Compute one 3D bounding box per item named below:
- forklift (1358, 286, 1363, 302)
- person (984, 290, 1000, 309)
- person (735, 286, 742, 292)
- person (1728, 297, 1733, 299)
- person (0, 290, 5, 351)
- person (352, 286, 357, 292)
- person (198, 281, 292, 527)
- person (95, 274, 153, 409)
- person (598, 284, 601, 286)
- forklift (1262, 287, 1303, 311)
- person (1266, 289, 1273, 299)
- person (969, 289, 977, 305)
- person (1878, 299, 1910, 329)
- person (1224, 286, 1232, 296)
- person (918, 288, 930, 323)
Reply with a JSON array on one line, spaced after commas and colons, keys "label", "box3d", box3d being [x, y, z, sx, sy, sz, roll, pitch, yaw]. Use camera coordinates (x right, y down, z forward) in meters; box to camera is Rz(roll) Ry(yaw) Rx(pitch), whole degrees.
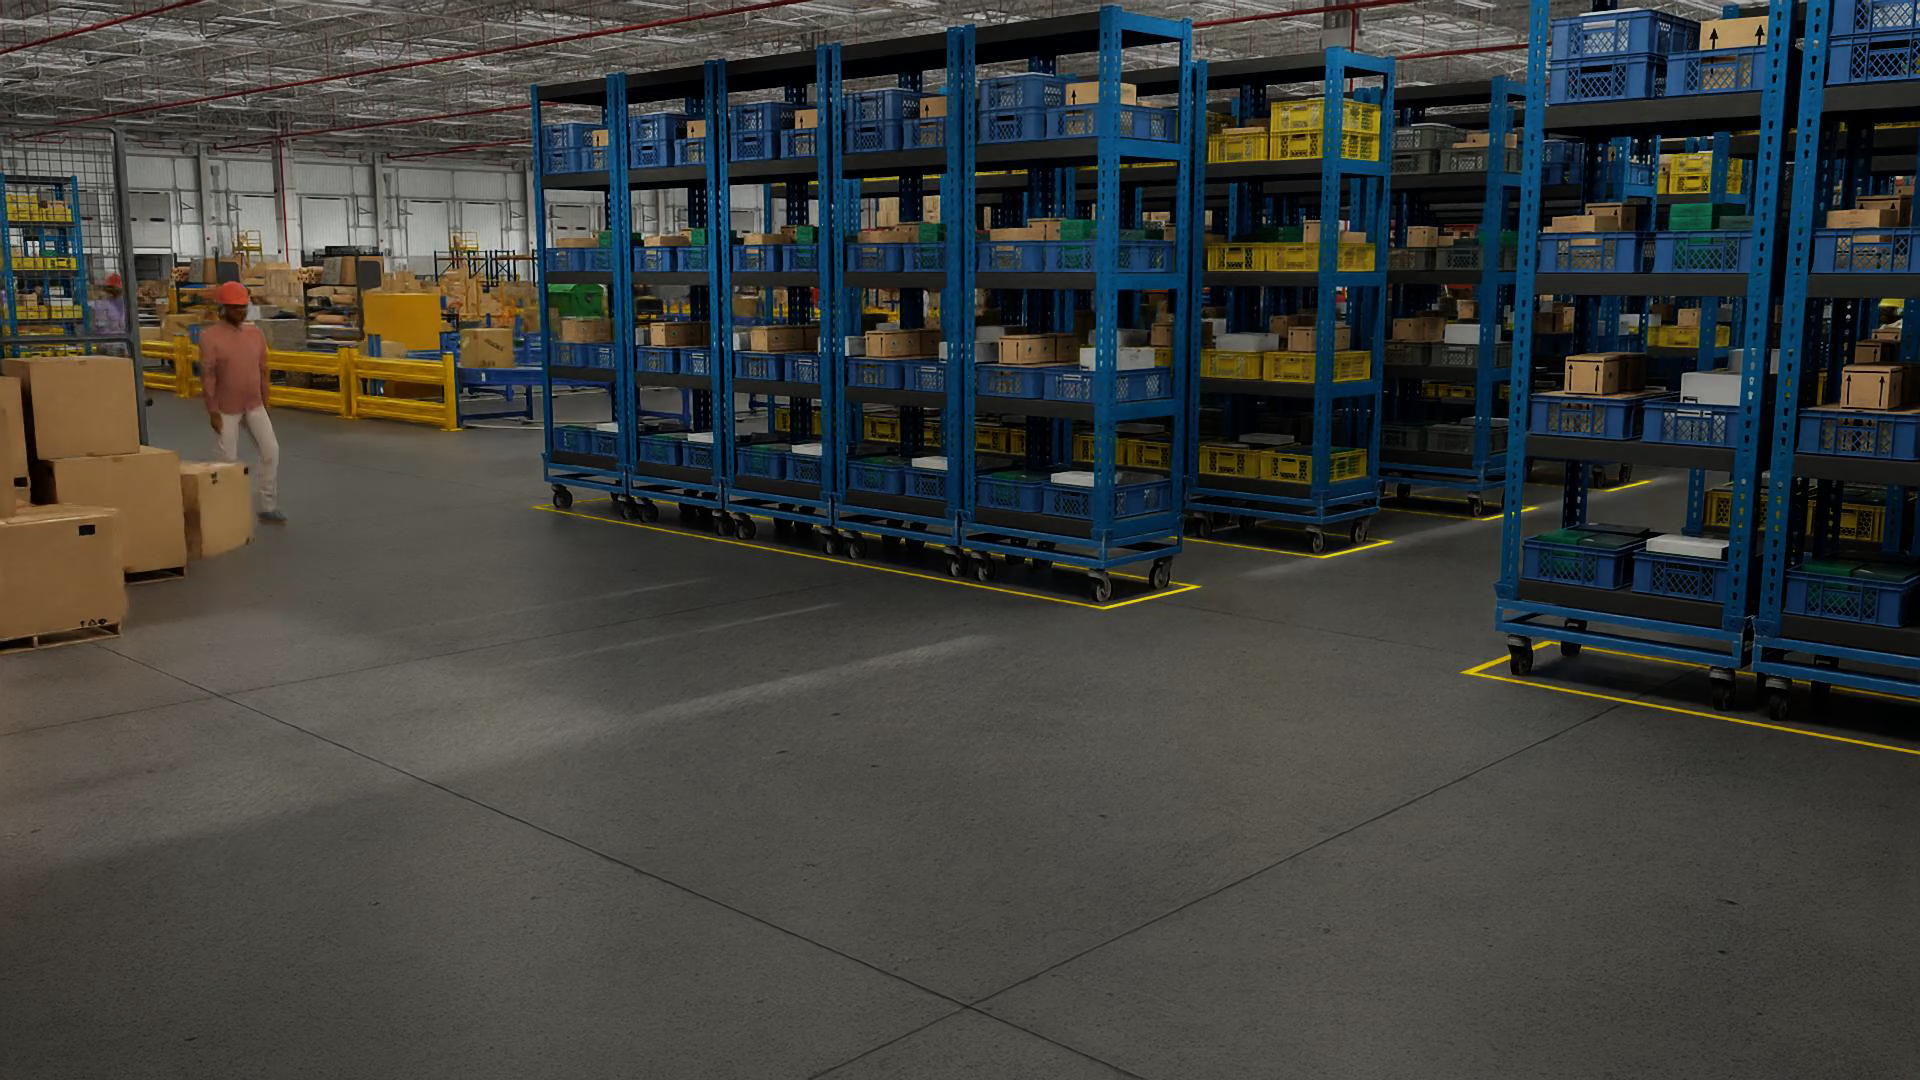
[{"label": "forklift", "box3d": [11.100, -7.017, 46.970, 1.873, 2.768, 1.129, 9, 13, 43]}, {"label": "person", "box3d": [0.383, -2.030, 19.597, 0.598, 1.829, 0.436, 7, 12, 38]}, {"label": "person", "box3d": [-9.846, -10.833, 73.377, 0.632, 1.900, 0.422, 8, 12, 40]}, {"label": "person", "box3d": [20.534, -6.041, 44.594, 0.586, 1.701, 0.895, -1, 9, -5]}, {"label": "person", "box3d": [-24.413, -5.715, 41.943, 0.579, 1.904, 0.831, -8, 13, -42]}, {"label": "person", "box3d": [-30.557, -12.607, 84.265, 0.590, 1.898, 0.848, 5, 11, 29]}, {"label": "person", "box3d": [-5.664, -1.048, 13.154, 0.756, 1.964, 0.653, 6, 11, 31]}, {"label": "person", "box3d": [-12.227, -2.872, 24.262, 1.060, 1.987, 0.634, 7, 12, 36]}, {"label": "person", "box3d": [-11.968, -7.681, 54.089, 0.665, 1.874, 0.802, -8, 12, -40]}, {"label": "forklift", "box3d": [10.769, -8.203, 54.240, 1.129, 2.768, 1.873, 8, 12, 42]}, {"label": "person", "box3d": [11.011, -8.419, 59.067, 0.523, 1.733, 0.777, 7, 12, 39]}, {"label": "person", "box3d": [0.300, -6.897, 48.827, 0.392, 2.033, 0.605, 3, 10, 16]}, {"label": "person", "box3d": [9.866, -1.723, 17.721, 0.403, 1.830, 0.590, 2, 9, 9]}, {"label": "person", "box3d": [9.182, -7.995, 56.646, 0.715, 1.670, 0.536, -5, 10, -27]}, {"label": "person", "box3d": [-0.975, -5.636, 41.763, 0.406, 1.821, 0.600, -3, 10, -21]}]
